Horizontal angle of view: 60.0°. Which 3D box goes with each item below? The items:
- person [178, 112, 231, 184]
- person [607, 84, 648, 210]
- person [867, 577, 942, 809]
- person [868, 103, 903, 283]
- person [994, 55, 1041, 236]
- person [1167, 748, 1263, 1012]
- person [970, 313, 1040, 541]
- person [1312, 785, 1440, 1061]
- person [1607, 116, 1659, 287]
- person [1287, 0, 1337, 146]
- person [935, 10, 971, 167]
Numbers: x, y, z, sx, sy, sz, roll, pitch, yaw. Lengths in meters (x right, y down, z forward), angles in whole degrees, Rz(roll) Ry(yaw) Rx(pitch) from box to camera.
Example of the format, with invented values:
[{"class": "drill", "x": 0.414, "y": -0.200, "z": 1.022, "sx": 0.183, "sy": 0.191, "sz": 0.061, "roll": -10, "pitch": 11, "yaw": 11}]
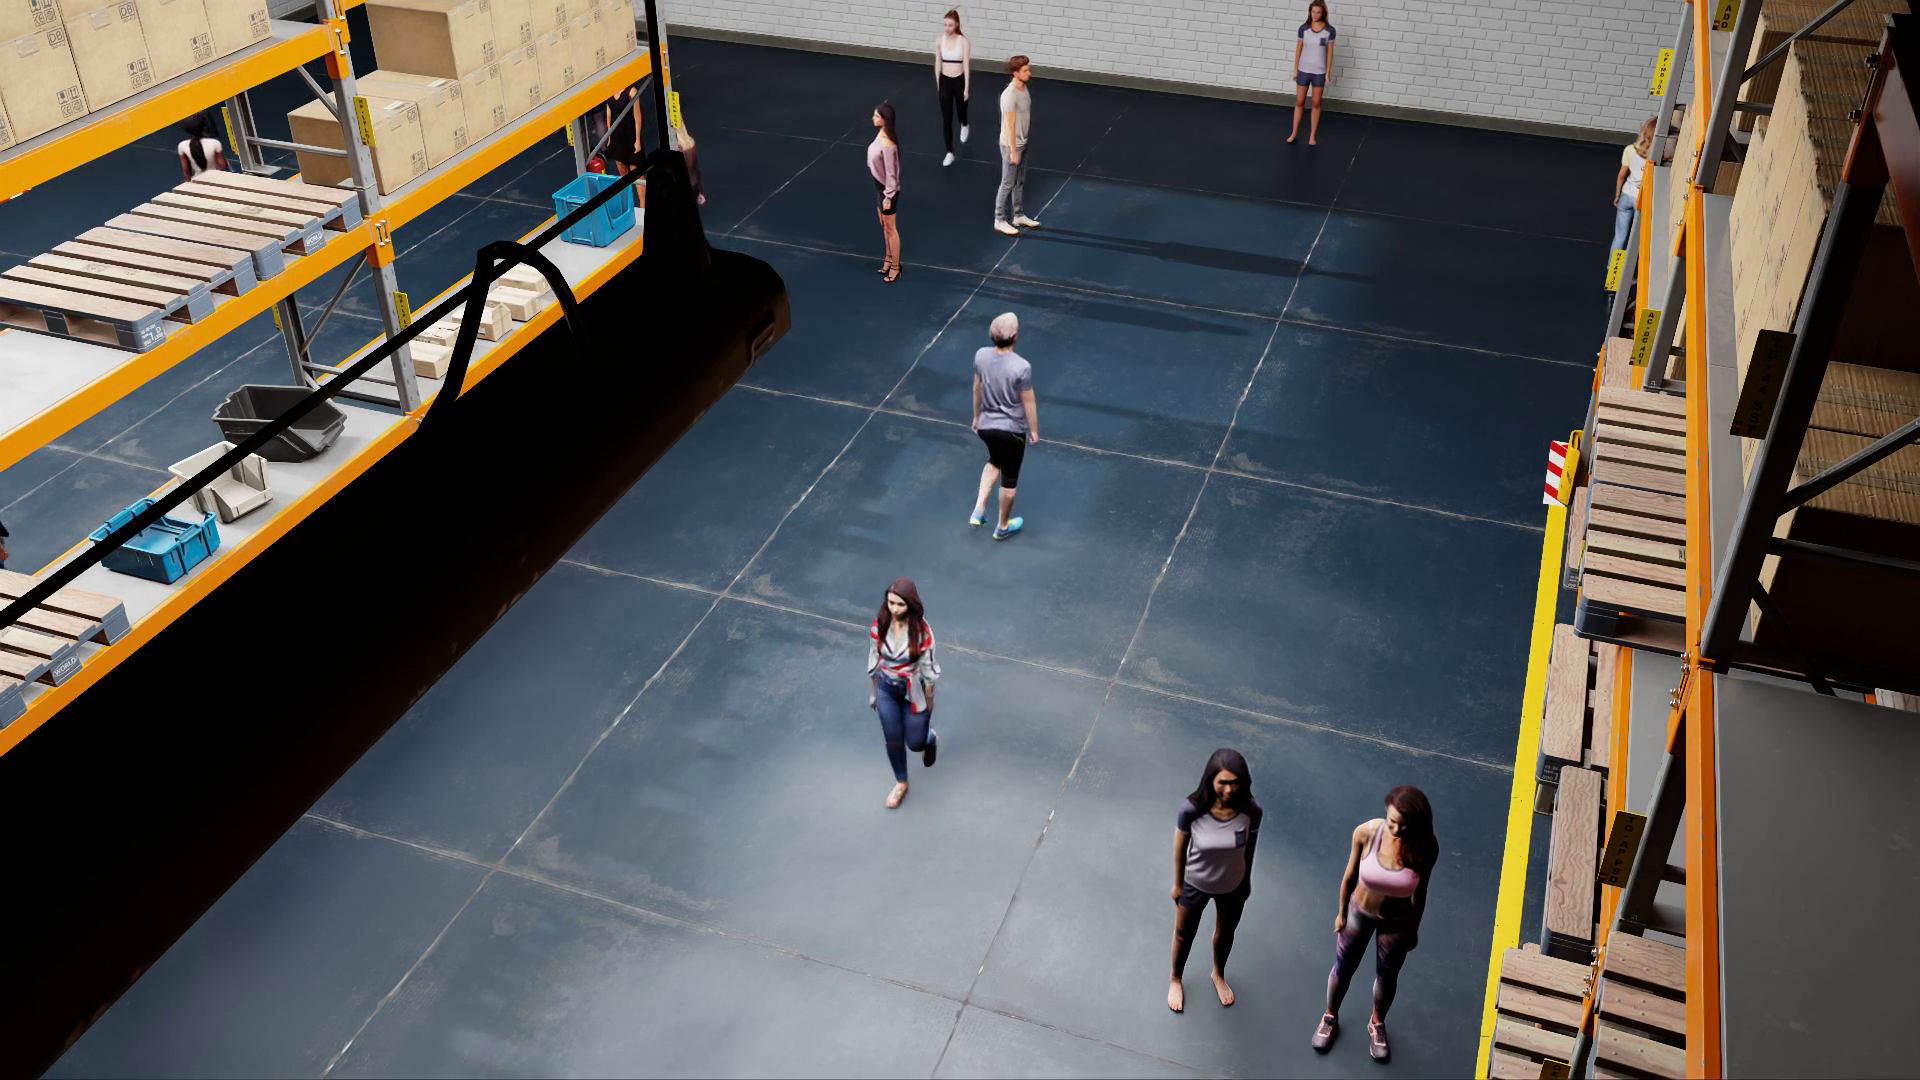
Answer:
[{"class": "person", "x": -7.410, "y": -3.387, "z": 16.471, "sx": 0.856, "sy": 1.727, "sz": 1.011, "roll": -5, "pitch": 34, "yaw": -7}, {"class": "person", "x": -3.531, "y": -4.227, "z": 17.636, "sx": 0.593, "sy": 1.835, "sz": 0.544, "roll": 15, "pitch": 36, "yaw": 21}, {"class": "person", "x": -0.319, "y": 0.883, "z": 10.161, "sx": 0.593, "sy": 1.601, "sz": 0.745, "roll": 12, "pitch": 35, "yaw": 17}, {"class": "person", "x": -0.716, "y": -3.433, "z": 16.464, "sx": 0.749, "sy": 1.811, "sz": 0.644, "roll": -7, "pitch": 34, "yaw": -11}, {"class": "person", "x": 0.557, "y": -4.171, "z": 17.495, "sx": 0.719, "sy": 1.898, "sz": 0.592, "roll": 11, "pitch": 35, "yaw": 16}, {"class": "person", "x": 1.331, "y": 1.772, "z": 8.728, "sx": 0.674, "sy": 1.707, "sz": 0.675, "roll": -3, "pitch": 34, "yaw": -5}, {"class": "person", "x": 0.278, "y": -0.787, "z": 12.429, "sx": 0.769, "sy": 1.870, "sz": 0.789, "roll": 23, "pitch": 40, "yaw": 30}, {"class": "person", "x": 2.121, "y": 1.925, "z": 8.439, "sx": 0.608, "sy": 1.771, "sz": 0.542, "roll": 9, "pitch": 35, "yaw": 13}, {"class": "person", "x": 6.675, "y": -3.331, "z": 16.390, "sx": 0.704, "sy": 1.723, "sz": 0.687, "roll": 28, "pitch": 43, "yaw": 35}, {"class": "person", "x": 4.186, "y": -5.563, "z": 19.742, "sx": 0.592, "sy": 1.729, "sz": 0.521, "roll": 11, "pitch": 35, "yaw": 16}, {"class": "person", "x": -0.046, "y": -5.276, "z": 19.315, "sx": 0.654, "sy": 1.724, "sz": 1.067, "roll": 8, "pitch": 35, "yaw": 12}]
